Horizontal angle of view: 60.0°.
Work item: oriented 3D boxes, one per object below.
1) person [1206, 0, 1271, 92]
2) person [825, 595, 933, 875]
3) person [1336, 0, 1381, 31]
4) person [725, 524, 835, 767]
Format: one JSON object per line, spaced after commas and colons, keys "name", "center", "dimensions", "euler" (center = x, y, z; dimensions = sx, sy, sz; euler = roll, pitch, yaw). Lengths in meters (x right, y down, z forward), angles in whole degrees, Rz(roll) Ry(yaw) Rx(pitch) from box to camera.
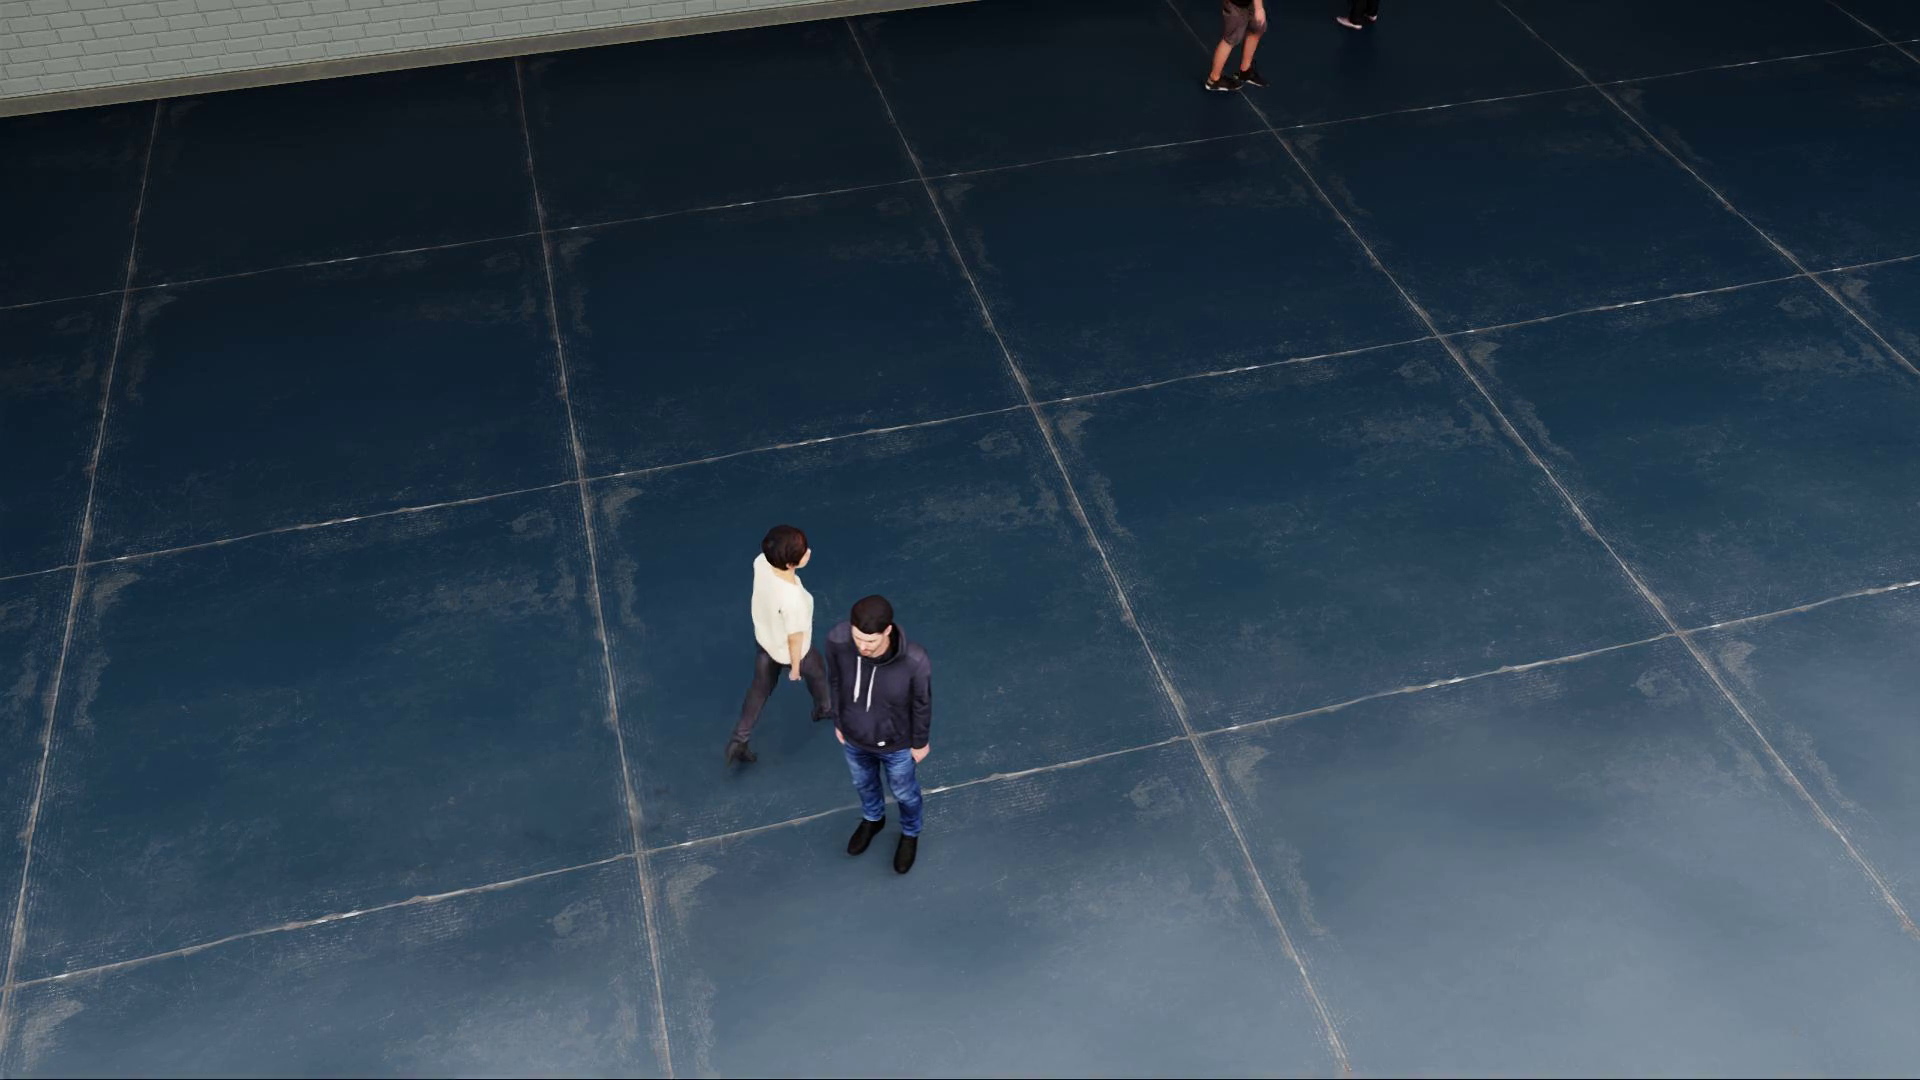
{"name": "person", "center": [2.287, -4.520, 13.701], "dimensions": [1.003, 1.810, 0.923], "euler": [3, 43, 3]}
{"name": "person", "center": [-0.368, 0.881, 7.866], "dimensions": [0.768, 1.880, 0.805], "euler": [16, 45, 17]}
{"name": "person", "center": [3.703, -5.331, 14.726], "dimensions": [0.788, 1.597, 0.816], "euler": [-33, 52, -30]}
{"name": "person", "center": [-0.961, 0.558, 8.454], "dimensions": [0.926, 1.549, 1.035], "euler": [-31, 51, -29]}
